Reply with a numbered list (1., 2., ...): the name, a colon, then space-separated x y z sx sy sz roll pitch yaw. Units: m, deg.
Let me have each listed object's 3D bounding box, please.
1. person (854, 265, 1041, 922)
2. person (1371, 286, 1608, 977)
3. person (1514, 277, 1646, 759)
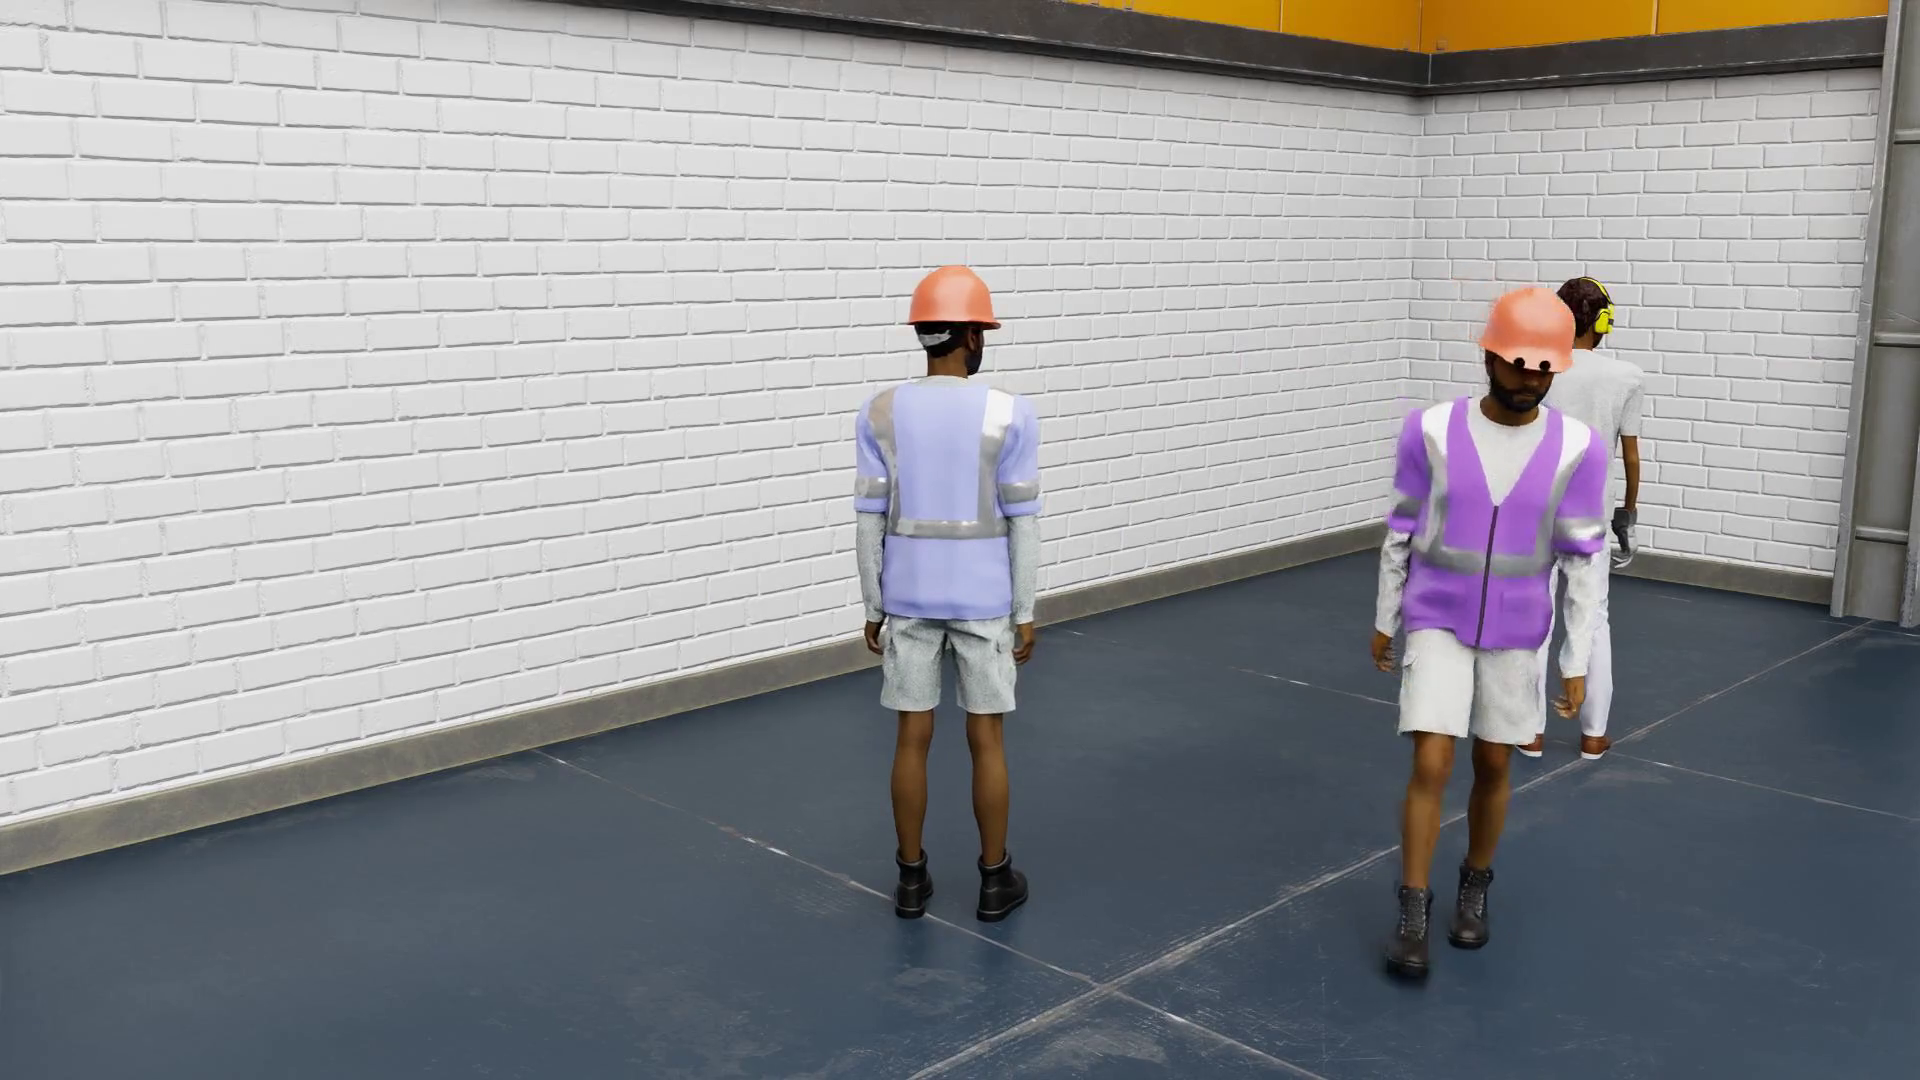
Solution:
1. person: -0.033 0.169 4.914 0.547 1.934 0.376 2 11 11
2. person: 1.432 0.267 4.543 0.583 1.890 0.747 2 11 11
3. person: 2.356 -0.077 6.451 0.518 1.862 0.323 3 11 14
